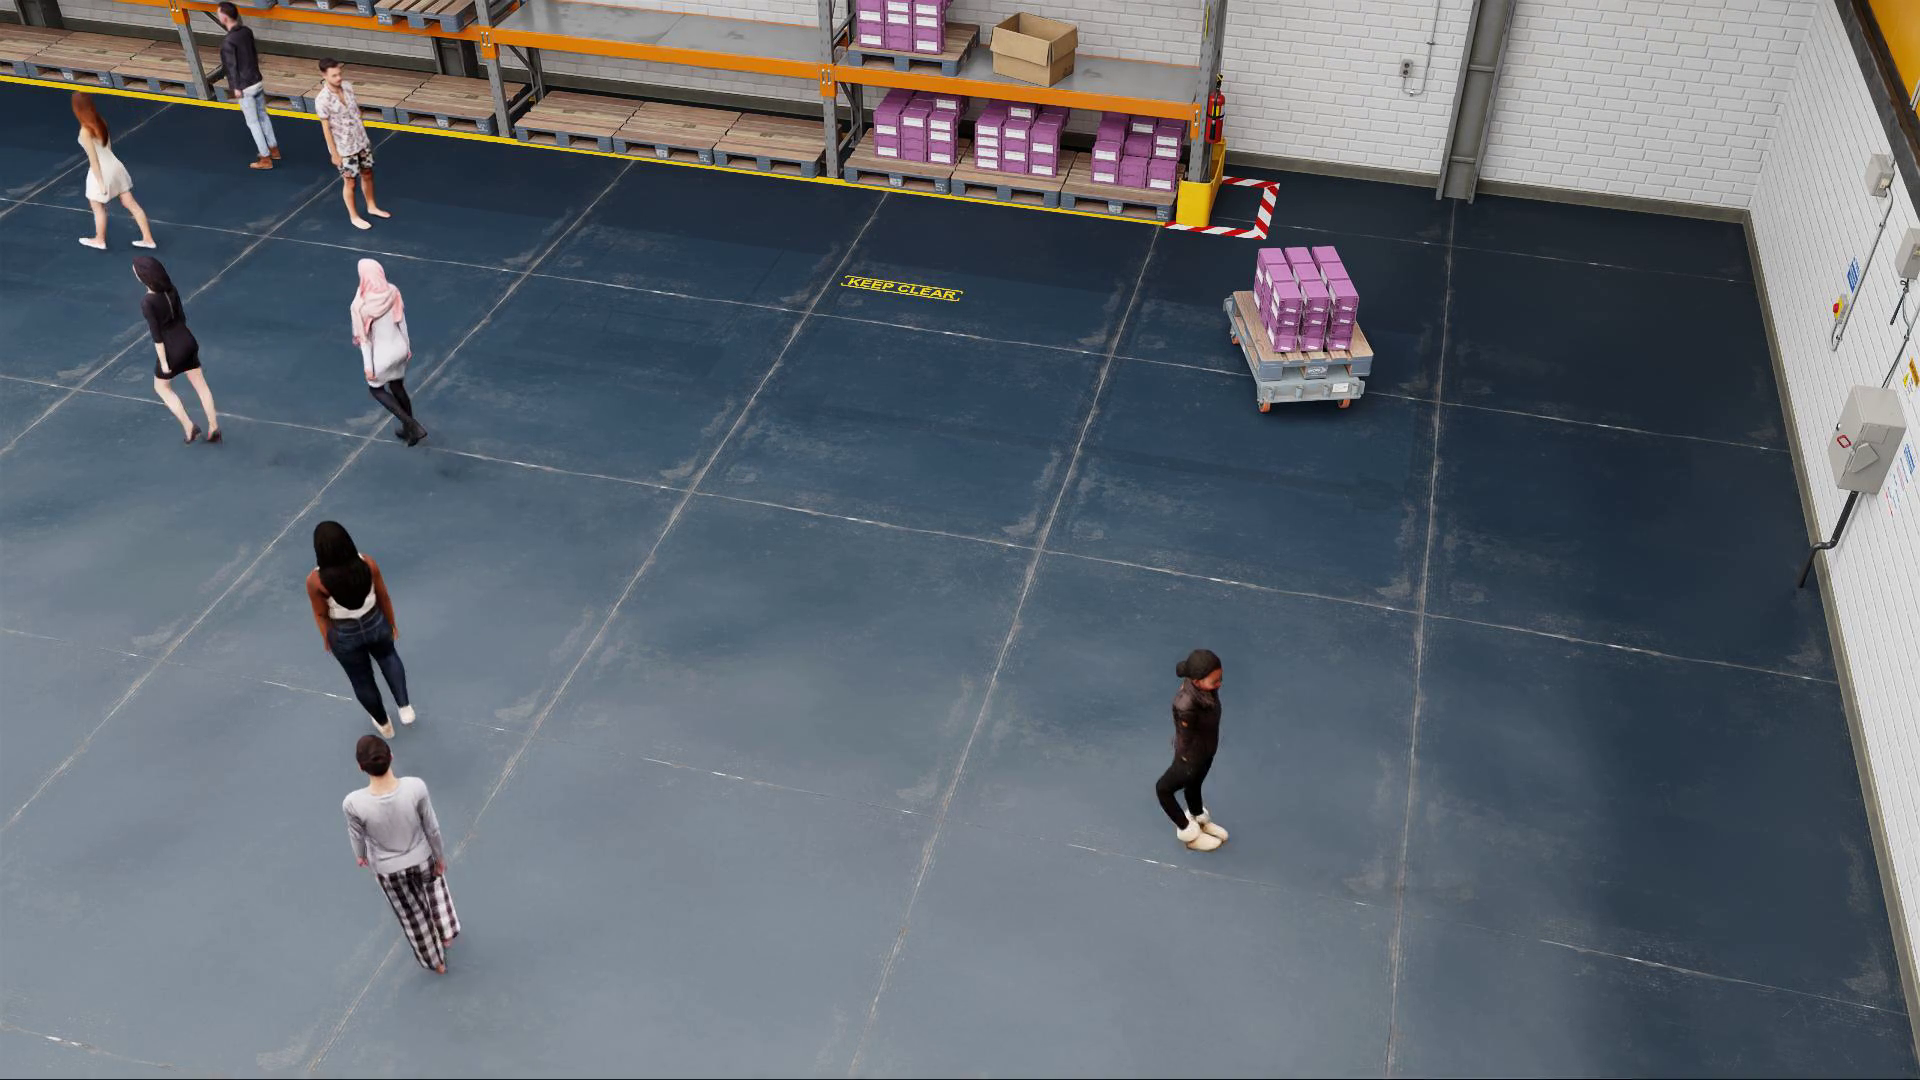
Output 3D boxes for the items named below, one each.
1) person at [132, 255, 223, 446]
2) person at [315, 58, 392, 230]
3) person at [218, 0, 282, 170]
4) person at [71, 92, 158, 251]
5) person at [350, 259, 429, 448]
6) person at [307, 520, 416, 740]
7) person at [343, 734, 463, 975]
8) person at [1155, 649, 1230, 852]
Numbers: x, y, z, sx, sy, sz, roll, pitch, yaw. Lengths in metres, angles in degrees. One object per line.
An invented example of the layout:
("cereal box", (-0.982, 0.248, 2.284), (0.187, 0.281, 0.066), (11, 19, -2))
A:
("person", (-6.474, -1.537, 13.923), (0.614, 1.788, 0.630), (11, 40, 13))
("person", (-6.318, -4.106, 17.122), (0.648, 1.809, 0.721), (18, 42, 21))
("person", (-7.776, -4.974, 18.188), (0.597, 1.835, 0.679), (6, 39, 7))
("person", (-8.460, -3.662, 16.661), (0.972, 1.691, 0.654), (6, 39, 7))
("person", (-4.722, -1.499, 13.872), (0.859, 1.791, 0.769), (24, 45, 27))
("person", (-3.993, 0.665, 11.157), (0.796, 1.798, 0.854), (-24, 44, -27))
("person", (-3.194, 1.886, 9.599), (0.815, 1.834, 0.875), (-18, 42, -22))
("person", (1.587, 1.367, 10.388), (0.741, 1.660, 0.612), (13, 40, 16))
